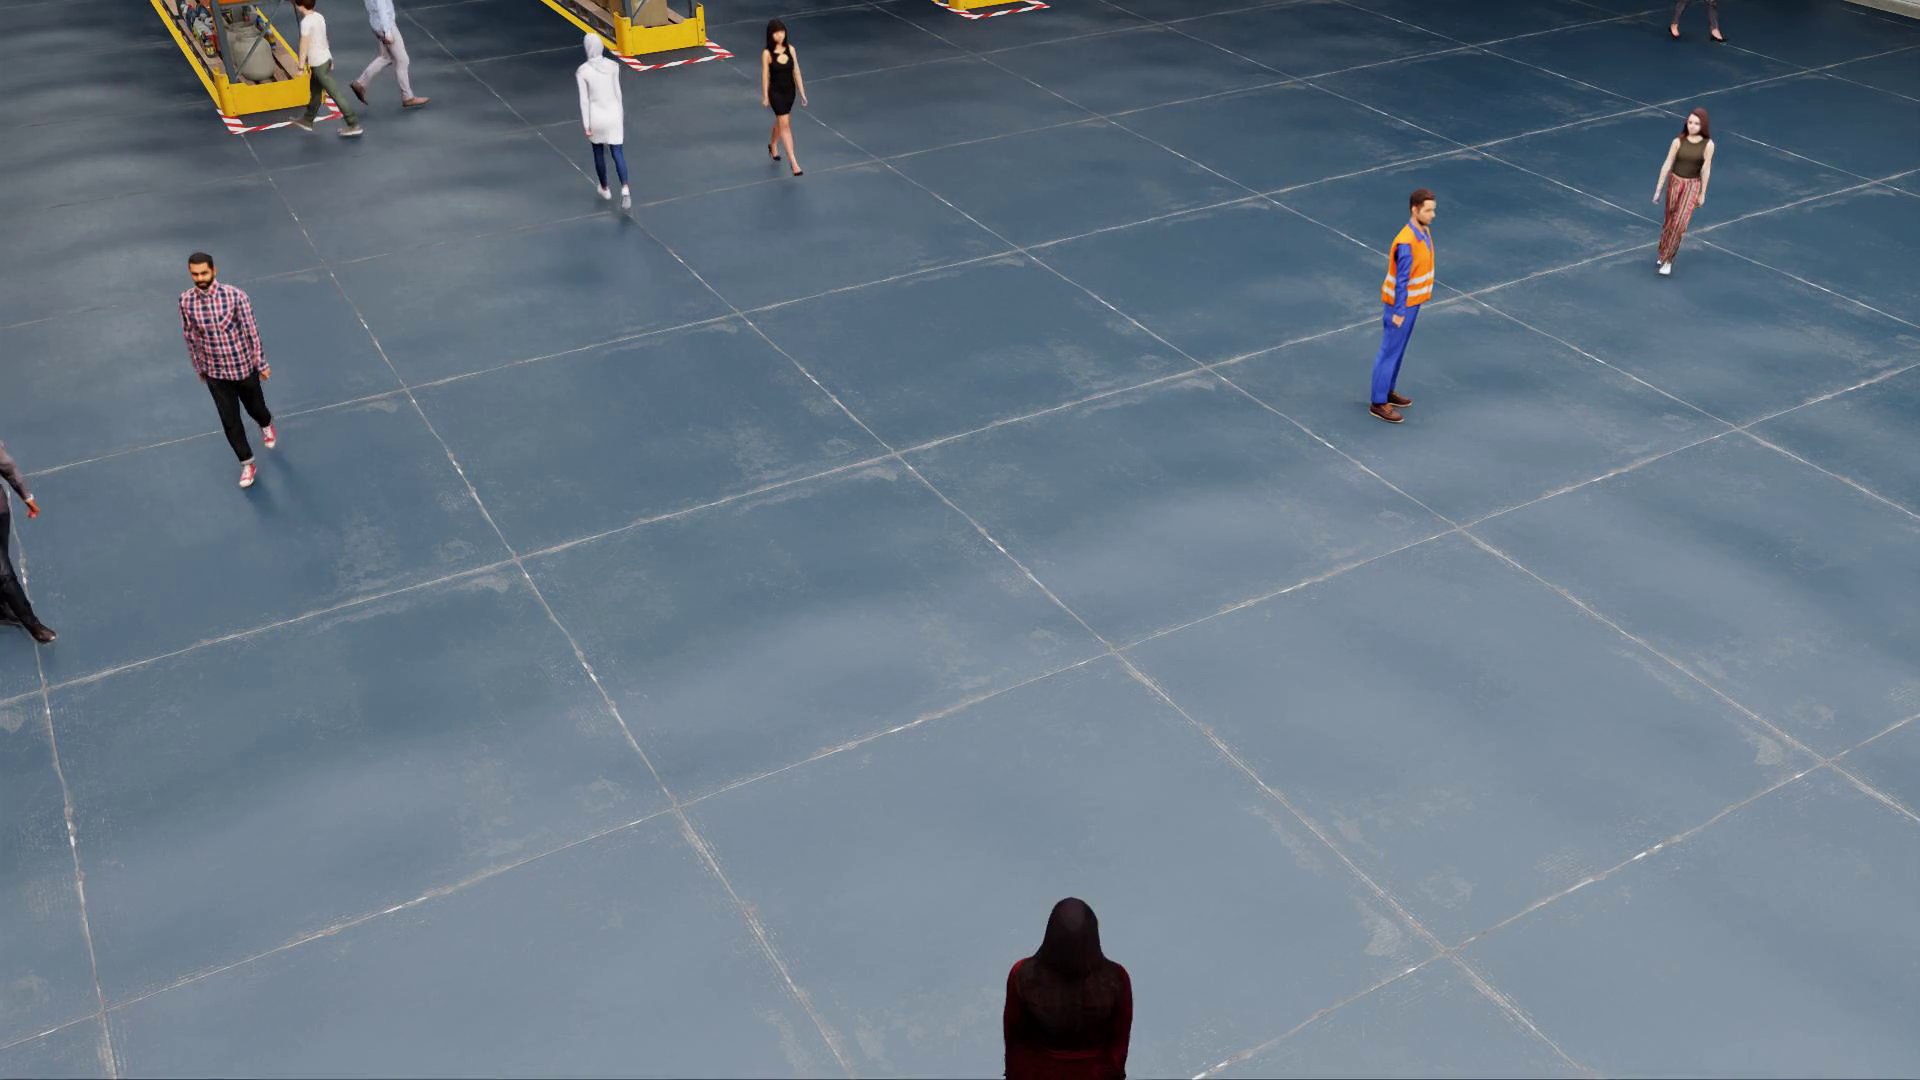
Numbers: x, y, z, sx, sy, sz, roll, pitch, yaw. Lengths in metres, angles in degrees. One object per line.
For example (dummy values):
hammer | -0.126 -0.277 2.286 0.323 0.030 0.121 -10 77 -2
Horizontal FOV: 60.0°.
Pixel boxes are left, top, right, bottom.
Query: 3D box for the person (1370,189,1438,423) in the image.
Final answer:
person | 3.467 -1.853 13.008 0.795 1.862 0.784 16 36 24

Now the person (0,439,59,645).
person | -6.219 -0.190 10.483 1.076 1.743 0.969 -21 38 -29

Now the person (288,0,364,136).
person | -7.135 -5.342 18.769 1.035 1.615 1.102 1 32 2

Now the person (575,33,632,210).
person | -3.573 -4.213 16.854 0.709 1.749 1.098 -12 34 -19

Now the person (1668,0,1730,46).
person | 9.762 -7.428 22.026 0.763 1.669 1.134 -23 39 -32

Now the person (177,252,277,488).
person | -5.357 -1.309 12.253 0.893 1.746 1.058 -5 33 -8

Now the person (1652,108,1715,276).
person | 6.810 -3.312 15.618 0.839 1.545 0.809 22 38 31

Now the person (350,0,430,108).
person | -6.850 -5.989 19.558 0.707 1.869 1.006 -16 36 -24

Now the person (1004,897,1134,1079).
person | 0.424 2.196 6.697 0.824 1.746 0.885 -1 32 -2

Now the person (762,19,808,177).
person | -1.948 -4.771 17.880 0.627 1.599 1.077 -21 38 -30
